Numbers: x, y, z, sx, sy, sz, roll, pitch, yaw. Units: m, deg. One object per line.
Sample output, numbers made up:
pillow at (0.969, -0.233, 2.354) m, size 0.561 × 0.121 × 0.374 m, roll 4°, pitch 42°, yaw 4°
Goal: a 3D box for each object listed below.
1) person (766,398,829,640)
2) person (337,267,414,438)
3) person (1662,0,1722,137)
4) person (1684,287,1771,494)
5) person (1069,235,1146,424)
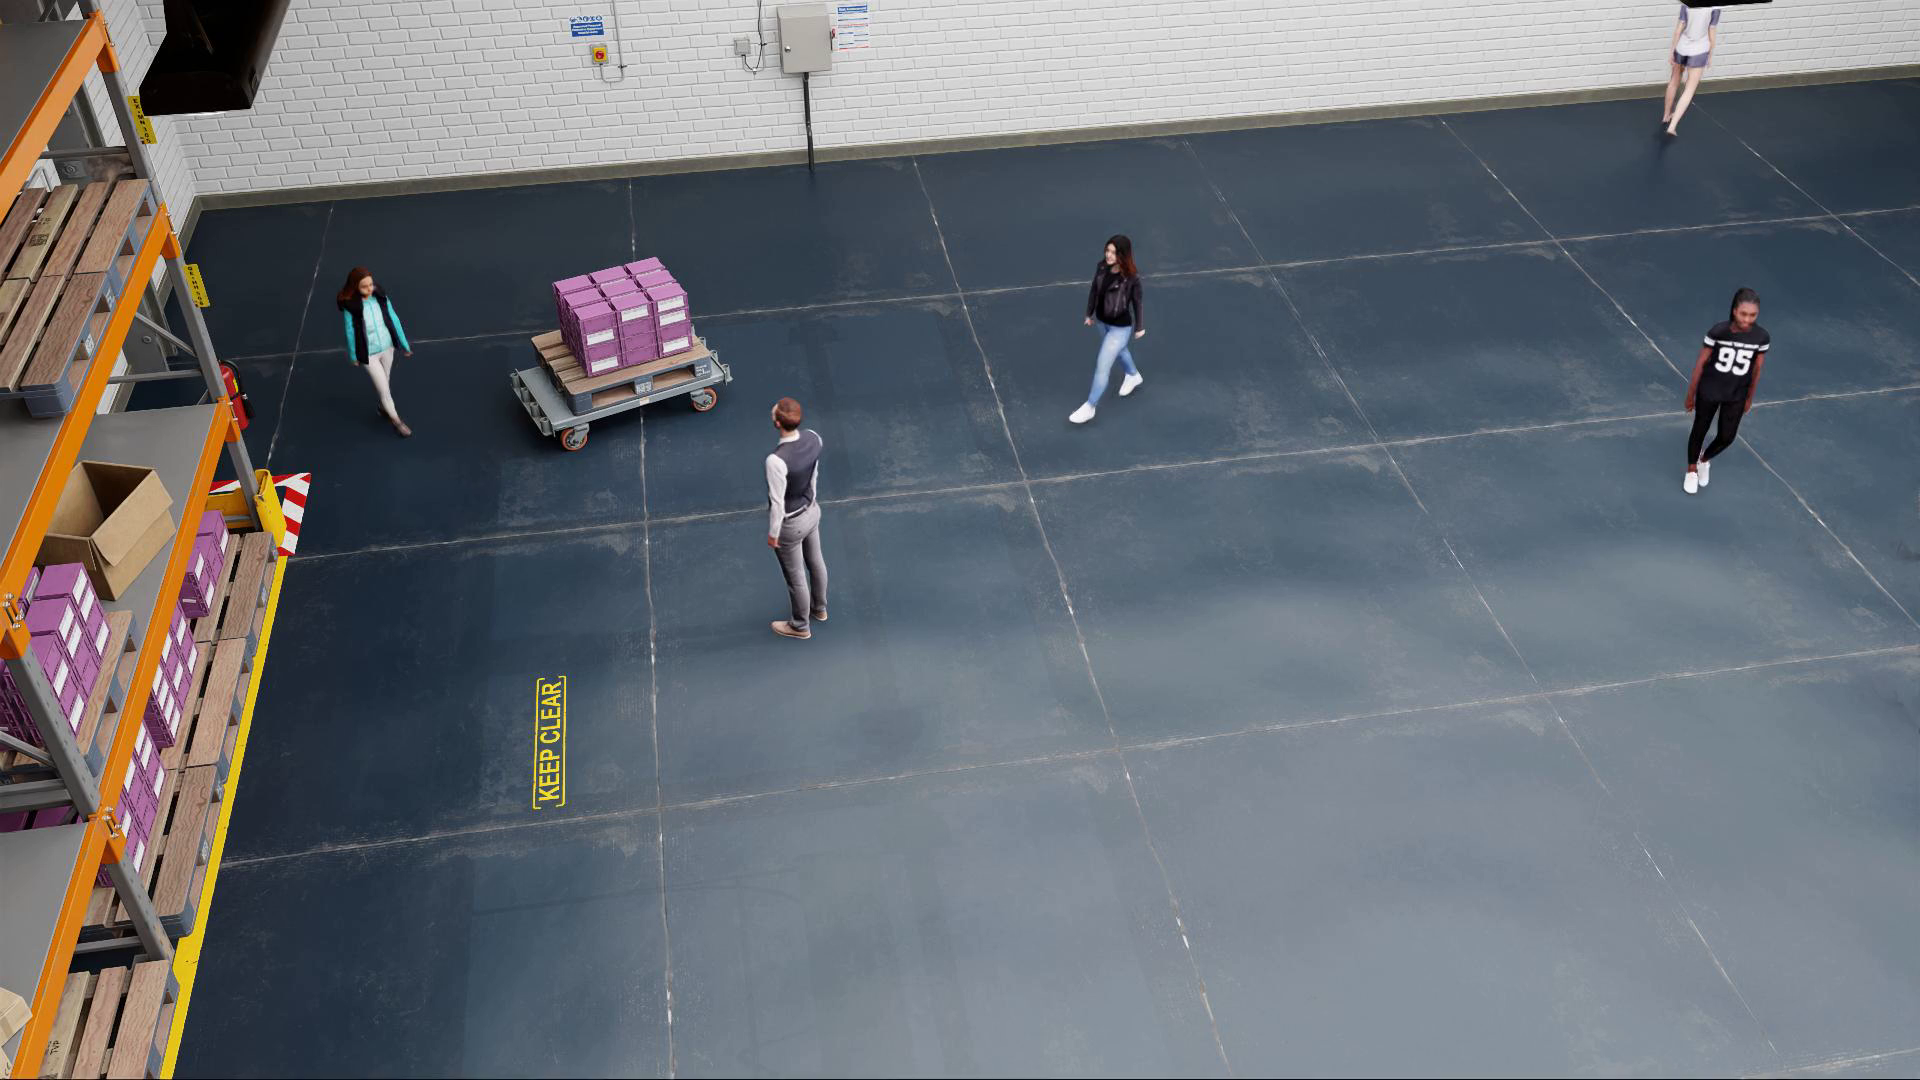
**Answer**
person at (-1.115, -0.157, 11.332) m, size 0.802 × 1.938 × 0.733 m, roll 22°, pitch 44°, yaw 25°
person at (-4.785, -1.580, 13.483) m, size 0.898 × 1.478 × 0.825 m, roll 26°, pitch 45°, yaw 29°
person at (7.805, -5.188, 17.780) m, size 0.936 × 1.753 × 0.958 m, roll 28°, pitch 46°, yaw 30°
person at (5.835, -1.163, 12.765) m, size 0.756 × 1.723 × 0.788 m, roll 12°, pitch 40°, yaw 14°
person at (1.310, -1.778, 13.642) m, size 1.087 × 1.588 × 1.163 m, roll -29°, pitch 47°, yaw -31°
